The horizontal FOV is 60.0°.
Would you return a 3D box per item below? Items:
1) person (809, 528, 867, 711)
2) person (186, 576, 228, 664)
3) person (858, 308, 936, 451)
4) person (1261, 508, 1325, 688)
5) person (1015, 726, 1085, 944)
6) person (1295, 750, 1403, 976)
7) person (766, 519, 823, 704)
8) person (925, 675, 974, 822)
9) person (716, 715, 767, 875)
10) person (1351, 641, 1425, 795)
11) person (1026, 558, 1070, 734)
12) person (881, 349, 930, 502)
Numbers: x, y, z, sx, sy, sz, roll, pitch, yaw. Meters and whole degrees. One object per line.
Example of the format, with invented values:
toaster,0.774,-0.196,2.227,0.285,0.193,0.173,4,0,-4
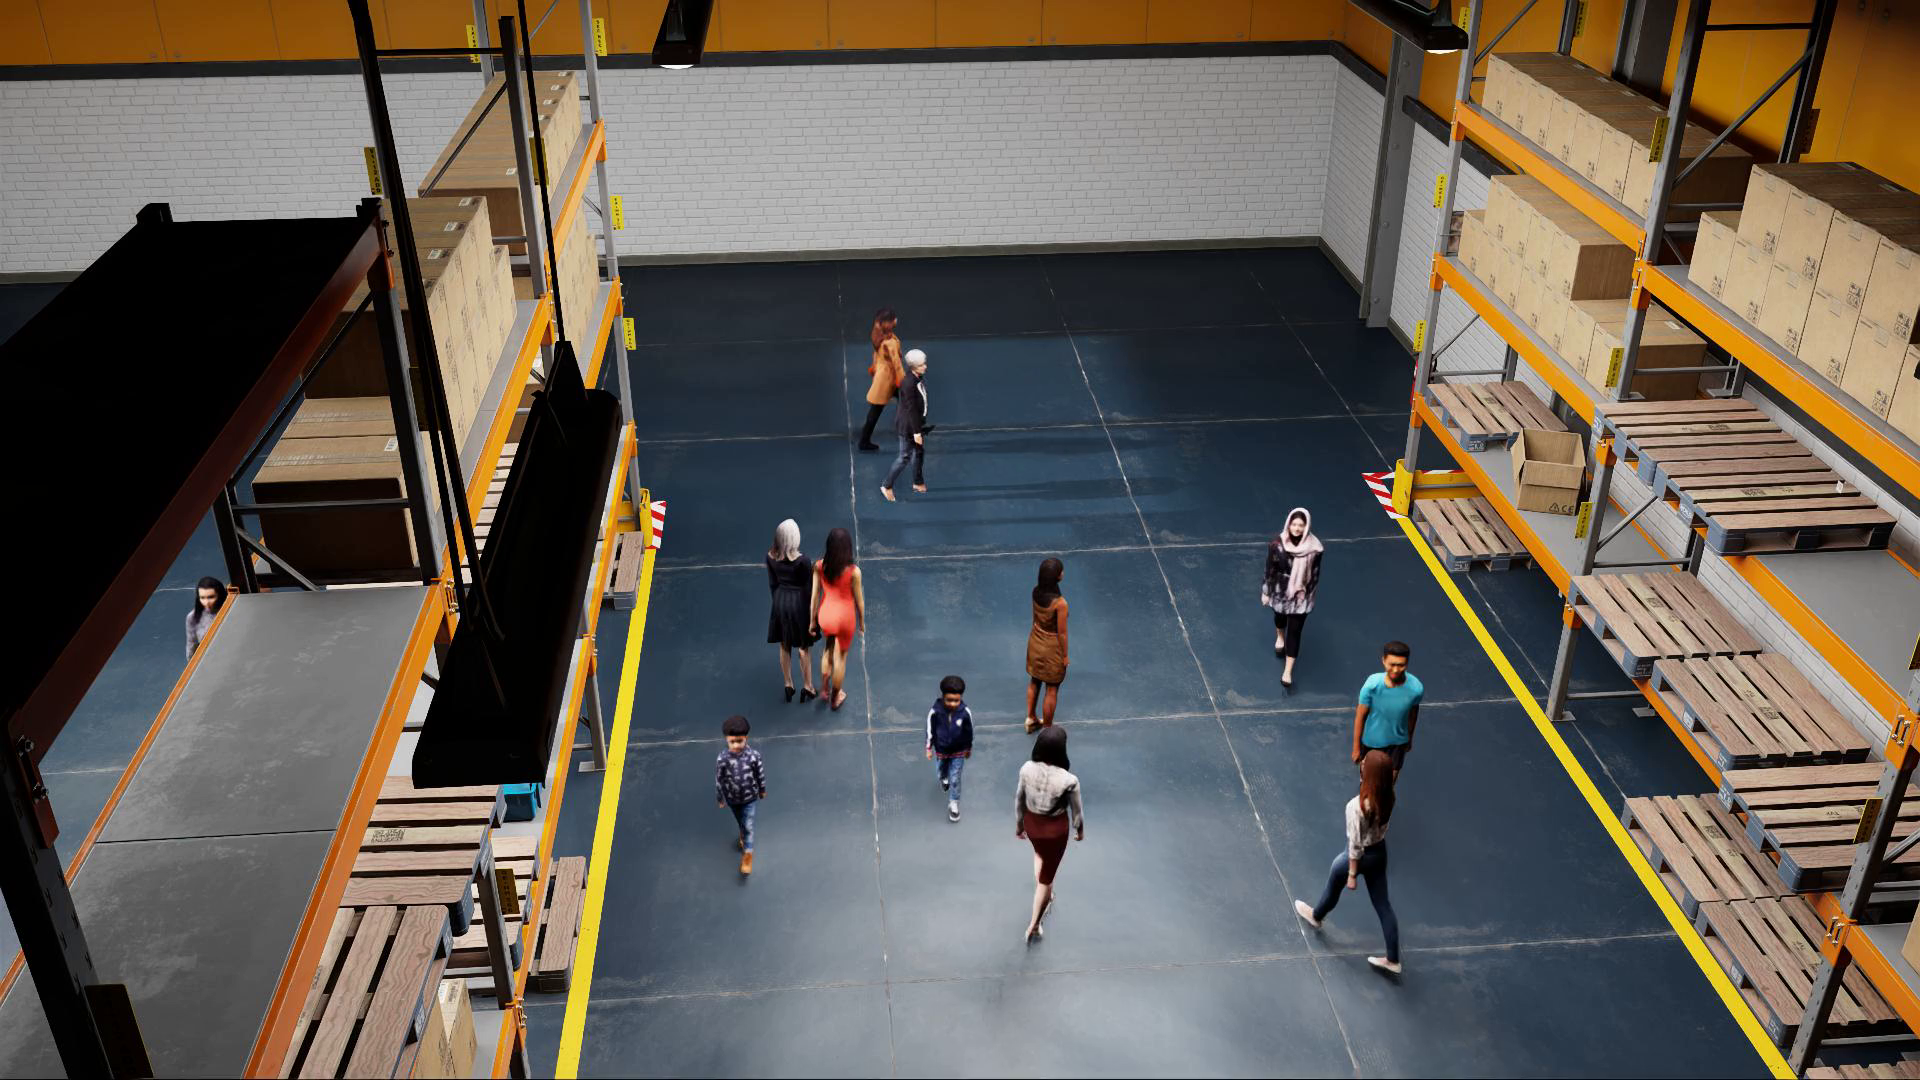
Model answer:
person,-1.046,0.727,13.992,0.679,1.705,0.685,8,30,14
person,-5.929,1.022,13.470,0.679,1.687,1.202,-5,29,-8
person,-0.900,-1.741,18.546,0.960,1.676,1.169,-9,30,-16
person,2.917,0.412,14.693,0.862,1.586,1.178,6,29,11
person,0.566,2.087,11.475,0.806,1.727,0.892,13,31,23
person,2.819,2.207,11.305,1.007,1.680,1.224,-20,34,-32
person,-1.417,0.601,14.179,0.678,1.747,0.685,9,30,15
person,-0.078,1.570,12.960,0.587,1.214,0.735,2,29,3
person,-1.640,1.842,12.451,0.534,1.222,0.848,-1,29,-1
person,3.192,1.476,12.600,0.820,1.723,1.236,4,29,7
person,0.725,0.904,13.689,0.700,1.684,0.597,-18,34,-30
person,-0.603,-1.204,17.585,0.835,1.778,0.895,5,29,9
